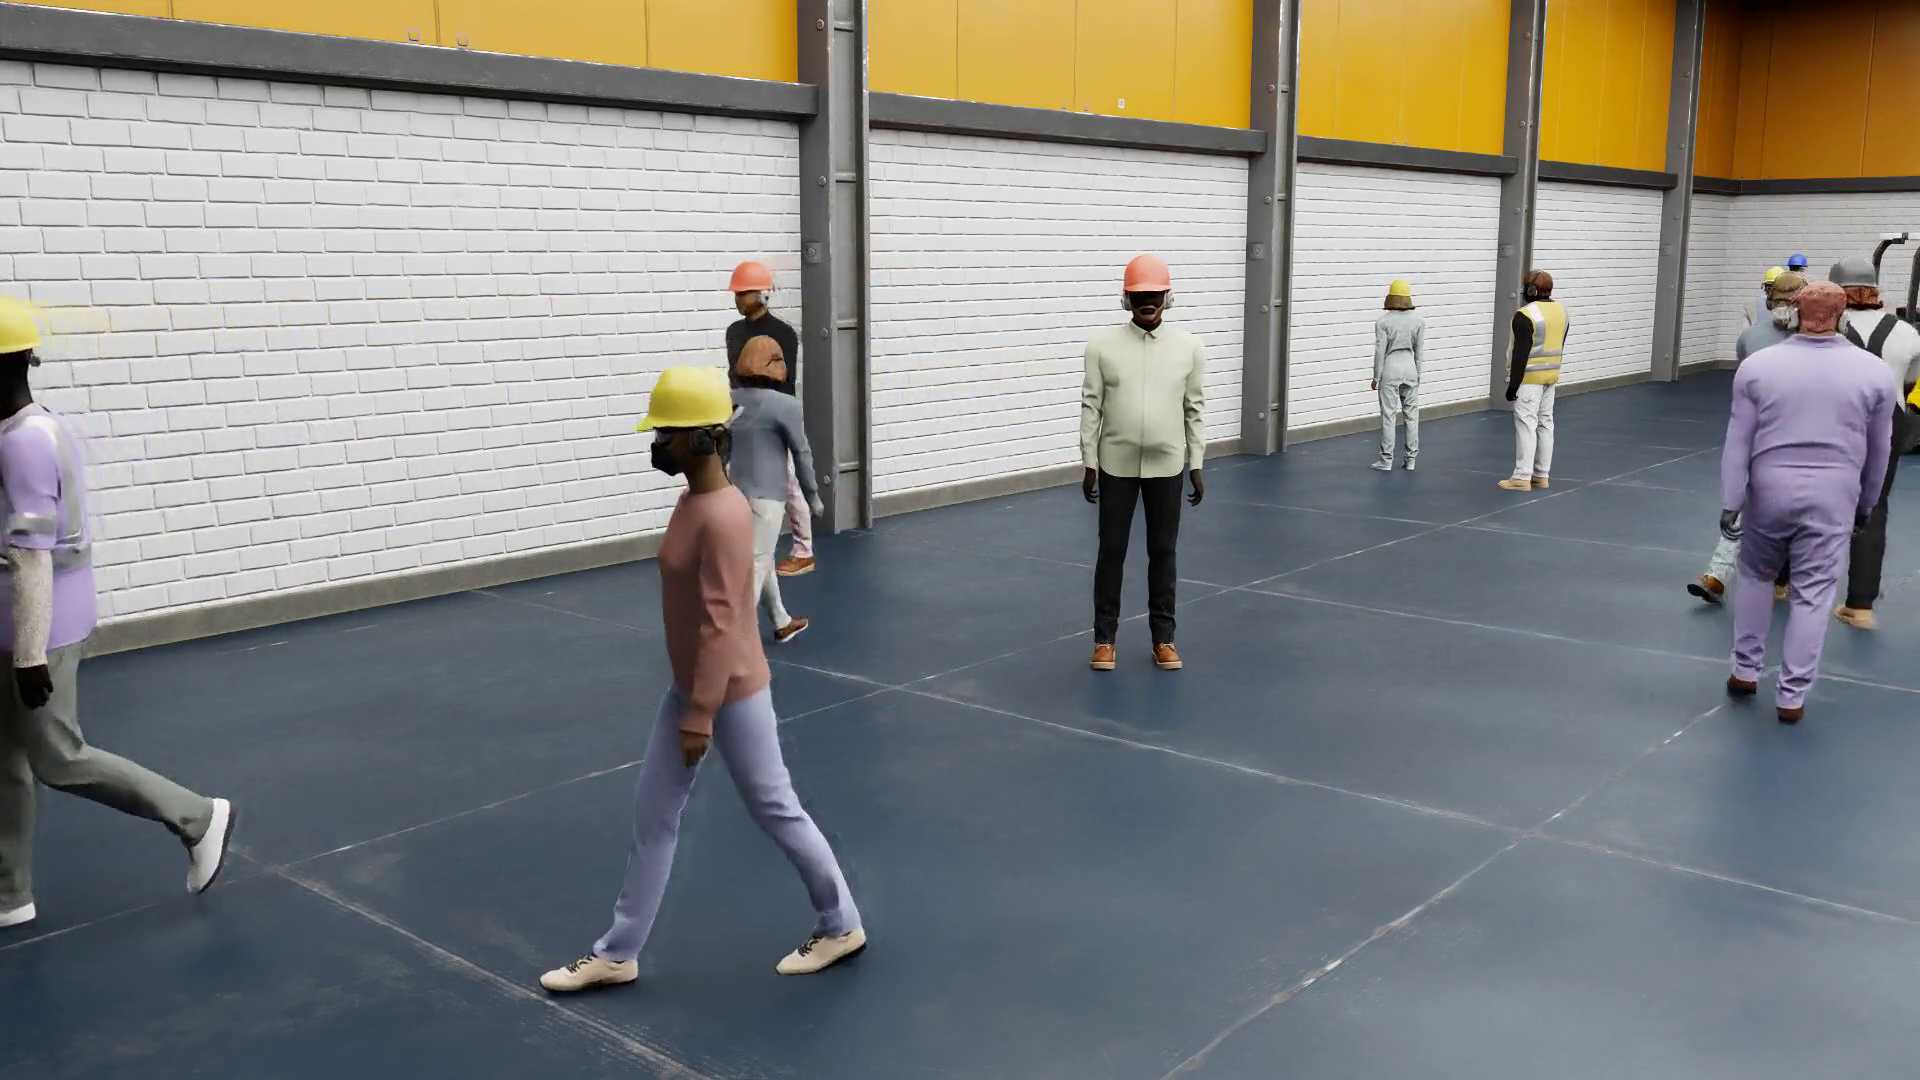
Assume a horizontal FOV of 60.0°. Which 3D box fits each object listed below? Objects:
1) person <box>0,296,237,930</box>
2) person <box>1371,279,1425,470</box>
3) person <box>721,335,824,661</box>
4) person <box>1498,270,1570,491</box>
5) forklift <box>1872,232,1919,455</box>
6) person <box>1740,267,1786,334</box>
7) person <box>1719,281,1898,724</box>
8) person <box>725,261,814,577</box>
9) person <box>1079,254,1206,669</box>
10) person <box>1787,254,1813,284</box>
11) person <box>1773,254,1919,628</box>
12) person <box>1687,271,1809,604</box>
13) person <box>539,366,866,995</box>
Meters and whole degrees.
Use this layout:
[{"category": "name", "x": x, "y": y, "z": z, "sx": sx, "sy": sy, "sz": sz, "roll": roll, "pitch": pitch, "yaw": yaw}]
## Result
[{"category": "person", "x": -2.669, "y": 0.225, "z": 4.922, "sx": 0.805, "sy": 1.899, "sz": 0.597, "roll": -6, "pitch": 12, "yaw": -32}, {"category": "person", "x": 3.998, "y": -1.507, "z": 15.227, "sx": 0.483, "sy": 1.745, "sz": 0.299, "roll": -2, "pitch": 10, "yaw": -11}, {"category": "person", "x": -0.932, "y": -0.205, "z": 8.235, "sx": 0.507, "sy": 1.599, "sz": 0.812, "roll": 7, "pitch": 12, "yaw": 35}, {"category": "person", "x": 4.805, "y": -1.336, "z": 13.974, "sx": 0.627, "sy": 1.846, "sz": 0.429, "roll": -8, "pitch": 12, "yaw": -37}, {"category": "forklift", "x": 9.955, "y": -1.972, "z": 16.595, "sx": 2.313, "sy": 2.155, "sz": 1.214, "roll": 1, "pitch": 10, "yaw": 8}, {"category": "person", "x": 8.358, "y": -1.894, "z": 17.177, "sx": 0.586, "sy": 1.835, "sz": 0.404, "roll": 6, "pitch": 11, "yaw": 29}, {"category": "person", "x": 3.664, "y": -0.175, "z": 7.247, "sx": 0.650, "sy": 1.877, "sz": 0.724, "roll": 5, "pitch": 11, "yaw": 25}, {"category": "person", "x": -1.250, "y": -0.693, "z": 10.024, "sx": 0.647, "sy": 1.936, "sz": 1.009, "roll": 8, "pitch": 13, "yaw": 39}, {"category": "person", "x": 0.878, "y": -0.363, "z": 8.000, "sx": 0.609, "sy": 1.996, "sz": 0.379, "roll": 0, "pitch": 10, "yaw": -1}, {"category": "person", "x": 11.672, "y": -3.035, "z": 23.358, "sx": 0.405, "sy": 1.943, "sz": 0.613, "roll": -9, "pitch": 13, "yaw": -40}, {"category": "person", "x": 4.852, "y": -0.592, "z": 9.173, "sx": 0.686, "sy": 2.000, "sz": 0.990, "roll": 2, "pitch": 10, "yaw": 9}, {"category": "person", "x": 4.573, "y": -0.548, "z": 9.355, "sx": 0.985, "sy": 1.885, "sz": 0.642, "roll": -8, "pitch": 13, "yaw": -38}, {"category": "person", "x": -0.666, "y": 0.389, "z": 4.499, "sx": 0.902, "sy": 1.718, "sz": 0.538, "roll": -4, "pitch": 11, "yaw": -22}]
